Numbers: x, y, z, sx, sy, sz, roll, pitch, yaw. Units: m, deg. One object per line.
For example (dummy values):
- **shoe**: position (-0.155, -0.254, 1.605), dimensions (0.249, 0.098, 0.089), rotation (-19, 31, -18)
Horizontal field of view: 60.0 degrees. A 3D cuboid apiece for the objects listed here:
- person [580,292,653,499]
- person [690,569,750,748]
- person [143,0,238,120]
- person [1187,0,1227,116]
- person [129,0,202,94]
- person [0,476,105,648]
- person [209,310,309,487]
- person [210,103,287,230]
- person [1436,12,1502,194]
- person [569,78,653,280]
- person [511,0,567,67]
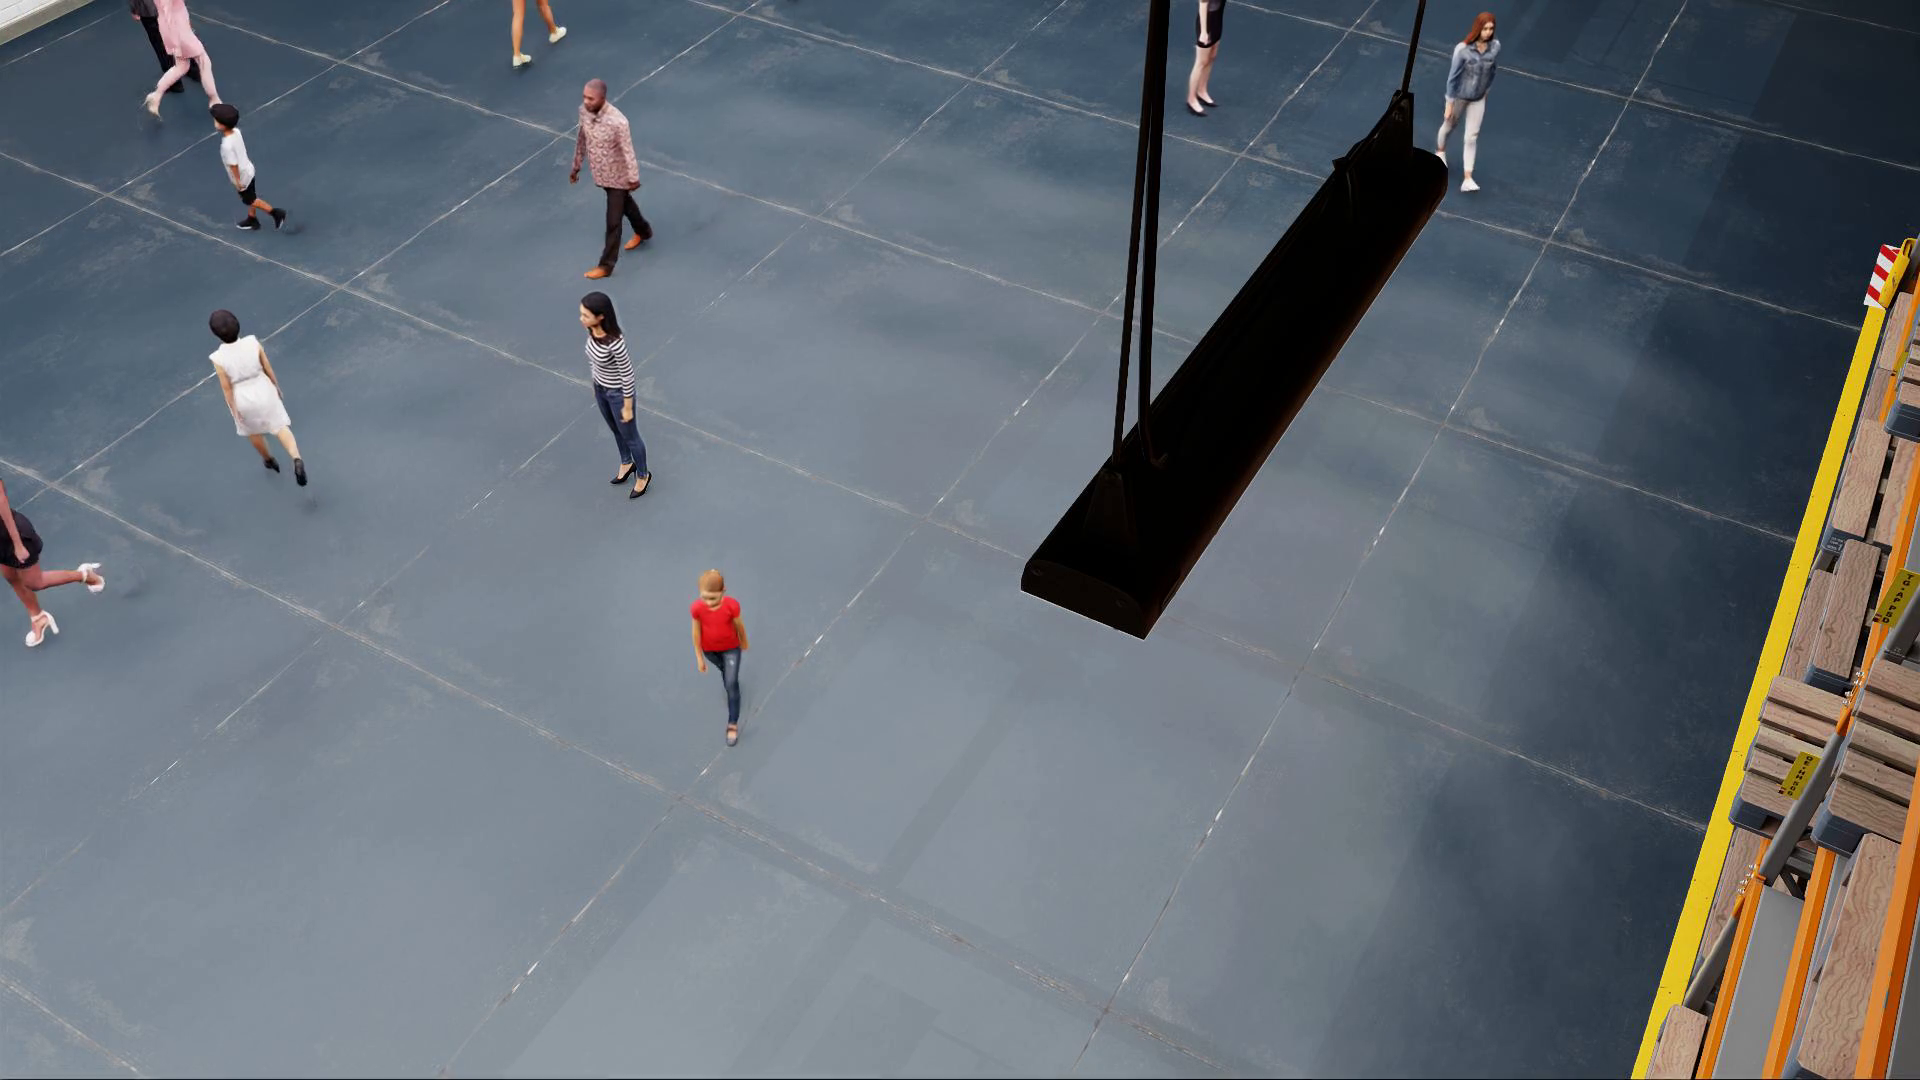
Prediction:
- **person**: position (-2.491, -1.043, 12.018), dimensions (0.618, 1.794, 0.658), rotation (-32, 52, -29)
- **person**: position (-1.535, 0.622, 10.646), dimensions (0.721, 1.277, 0.927), rotation (1, 44, 2)
- **person**: position (-7.614, -4.827, 16.008), dimensions (1.139, 1.770, 0.886), rotation (-25, 49, -24)
- **person**: position (2.409, -5.019, 16.168), dimensions (0.641, 1.829, 0.423), rotation (20, 47, 20)
- **person**: position (-8.010, -5.368, 16.524), dimensions (0.769, 1.842, 0.518), rotation (21, 47, 21)
- **person**: position (-6.209, -0.052, 10.991), dimensions (0.558, 1.776, 0.857), rotation (23, 48, 22)
- **person**: position (-5.123, -0.997, 12.157), dimensions (0.906, 1.536, 0.789), rotation (-33, 53, -30)
- **person**: position (-6.337, -3.293, 14.774), dimensions (0.756, 1.250, 0.766), rotation (0, 44, 0)
- **person**: position (4.624, -4.092, 15.313), dimensions (1.018, 1.665, 1.171), rotation (-3, 44, -4)
- **person**: position (-2.929, -3.182, 14.289), dimensions (0.852, 1.760, 1.215), rotation (31, 52, 29)
- **person**: position (-4.499, -5.684, 16.929), dimensions (0.699, 1.741, 1.172), rotation (17, 46, 17)
